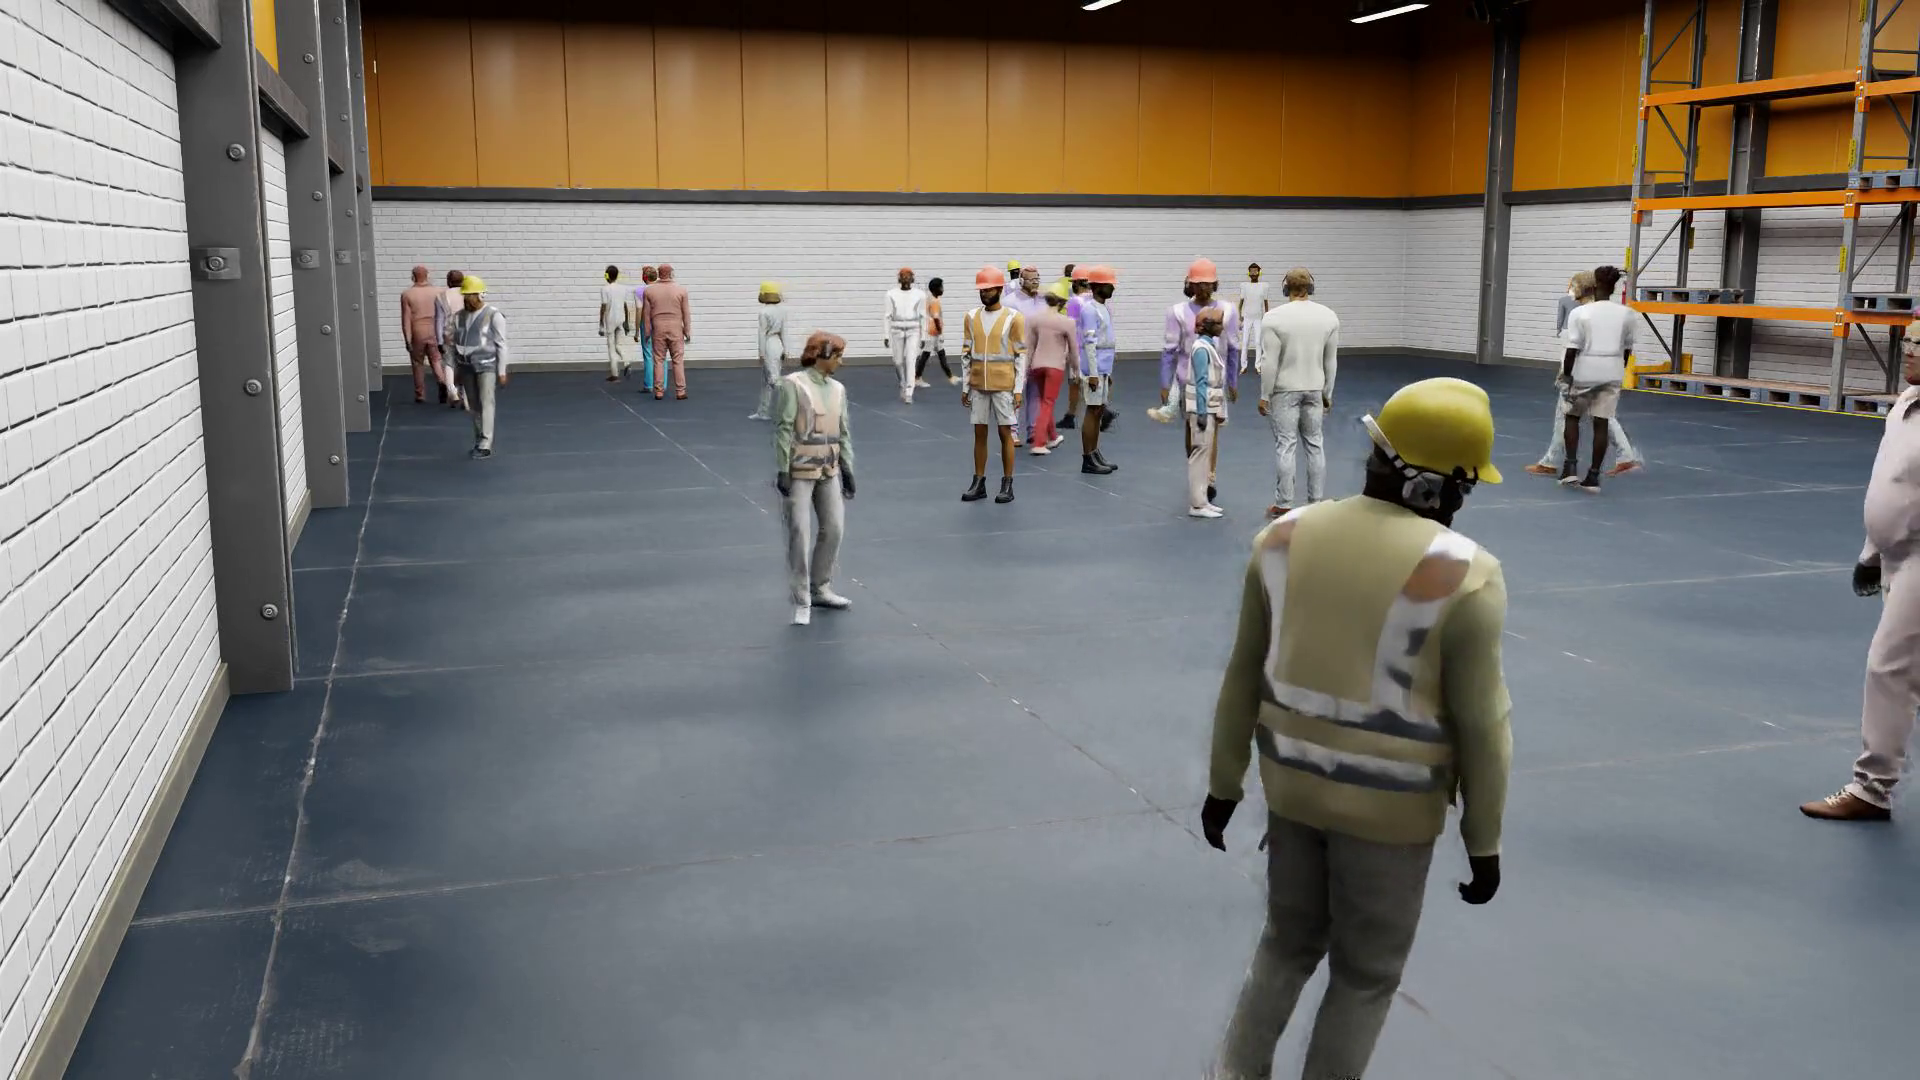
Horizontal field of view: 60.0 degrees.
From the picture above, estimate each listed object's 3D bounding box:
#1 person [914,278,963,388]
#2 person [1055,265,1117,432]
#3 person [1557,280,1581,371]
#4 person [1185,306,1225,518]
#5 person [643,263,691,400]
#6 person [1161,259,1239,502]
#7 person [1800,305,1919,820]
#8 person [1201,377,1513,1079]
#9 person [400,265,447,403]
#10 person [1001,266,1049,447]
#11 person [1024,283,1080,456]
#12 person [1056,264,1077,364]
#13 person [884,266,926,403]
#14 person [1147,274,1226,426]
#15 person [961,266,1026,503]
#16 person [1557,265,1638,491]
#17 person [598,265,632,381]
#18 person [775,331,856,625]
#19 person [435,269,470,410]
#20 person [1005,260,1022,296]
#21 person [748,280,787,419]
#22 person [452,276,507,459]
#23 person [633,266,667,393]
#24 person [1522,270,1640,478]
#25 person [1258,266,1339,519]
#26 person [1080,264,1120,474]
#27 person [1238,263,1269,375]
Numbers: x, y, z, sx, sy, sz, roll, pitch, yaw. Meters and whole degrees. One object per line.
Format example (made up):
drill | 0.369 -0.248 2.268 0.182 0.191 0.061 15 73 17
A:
person | -0.310 -3.115 25.108 0.853 1.649 0.549 0 10 -2
person | 1.440 -2.194 19.095 0.861 1.909 0.544 6 12 31
person | 9.718 -3.314 26.346 0.505 1.632 0.269 4 10 20
person | 1.908 -0.990 12.900 0.332 1.631 0.517 2 10 14
person | -4.067 -2.897 23.146 0.651 1.906 0.403 -1 10 -4
person | 1.991 -1.324 13.797 0.639 1.981 1.067 1 10 6
person | 3.533 0.092 5.933 0.835 1.877 0.646 2 10 11
person | 0.863 0.547 3.547 0.484 1.789 0.617 -9 13 -41
person | -7.203 -2.764 22.441 0.650 1.885 0.795 -6 12 -32
person | 0.729 -1.938 17.591 0.652 1.906 0.403 -7 12 -36
person | 0.977 -1.741 16.944 0.542 1.722 0.857 7 12 34
person | 1.996 -4.115 30.457 0.429 1.839 0.665 -10 14 -44
person | -0.751 -2.829 22.889 0.583 1.864 0.801 0 10 3
person | 2.735 -2.240 19.661 0.977 1.791 0.651 6 11 31
person | 0.255 -1.266 13.614 0.551 1.935 0.371 4 11 24
person | 5.481 -1.395 14.357 0.605 1.935 0.554 0 10 3
person | -5.501 -3.431 26.404 0.415 1.855 0.509 8 12 38
person | -0.823 -0.349 9.267 0.353 1.612 0.605 8 13 39
person | -6.494 -2.582 21.555 0.626 1.828 0.441 -6 11 -30
person | 0.927 -3.703 27.772 0.382 1.919 0.584 9 13 41
person | -2.232 -2.294 20.206 0.798 1.719 0.488 4 11 23
person | -4.836 -1.730 16.659 0.601 1.832 0.438 4 11 24
person | -4.491 -3.065 24.279 0.565 1.850 0.390 -9 13 -41
person | 5.732 -1.498 15.107 1.000 1.900 0.633 4 11 24
person | 2.578 -1.115 12.743 0.629 1.936 0.371 -2 10 -14
person | 1.299 -1.585 15.455 0.354 1.939 0.544 3 10 17
person | 4.930 -3.713 27.973 0.531 1.871 0.322 2 10 11
